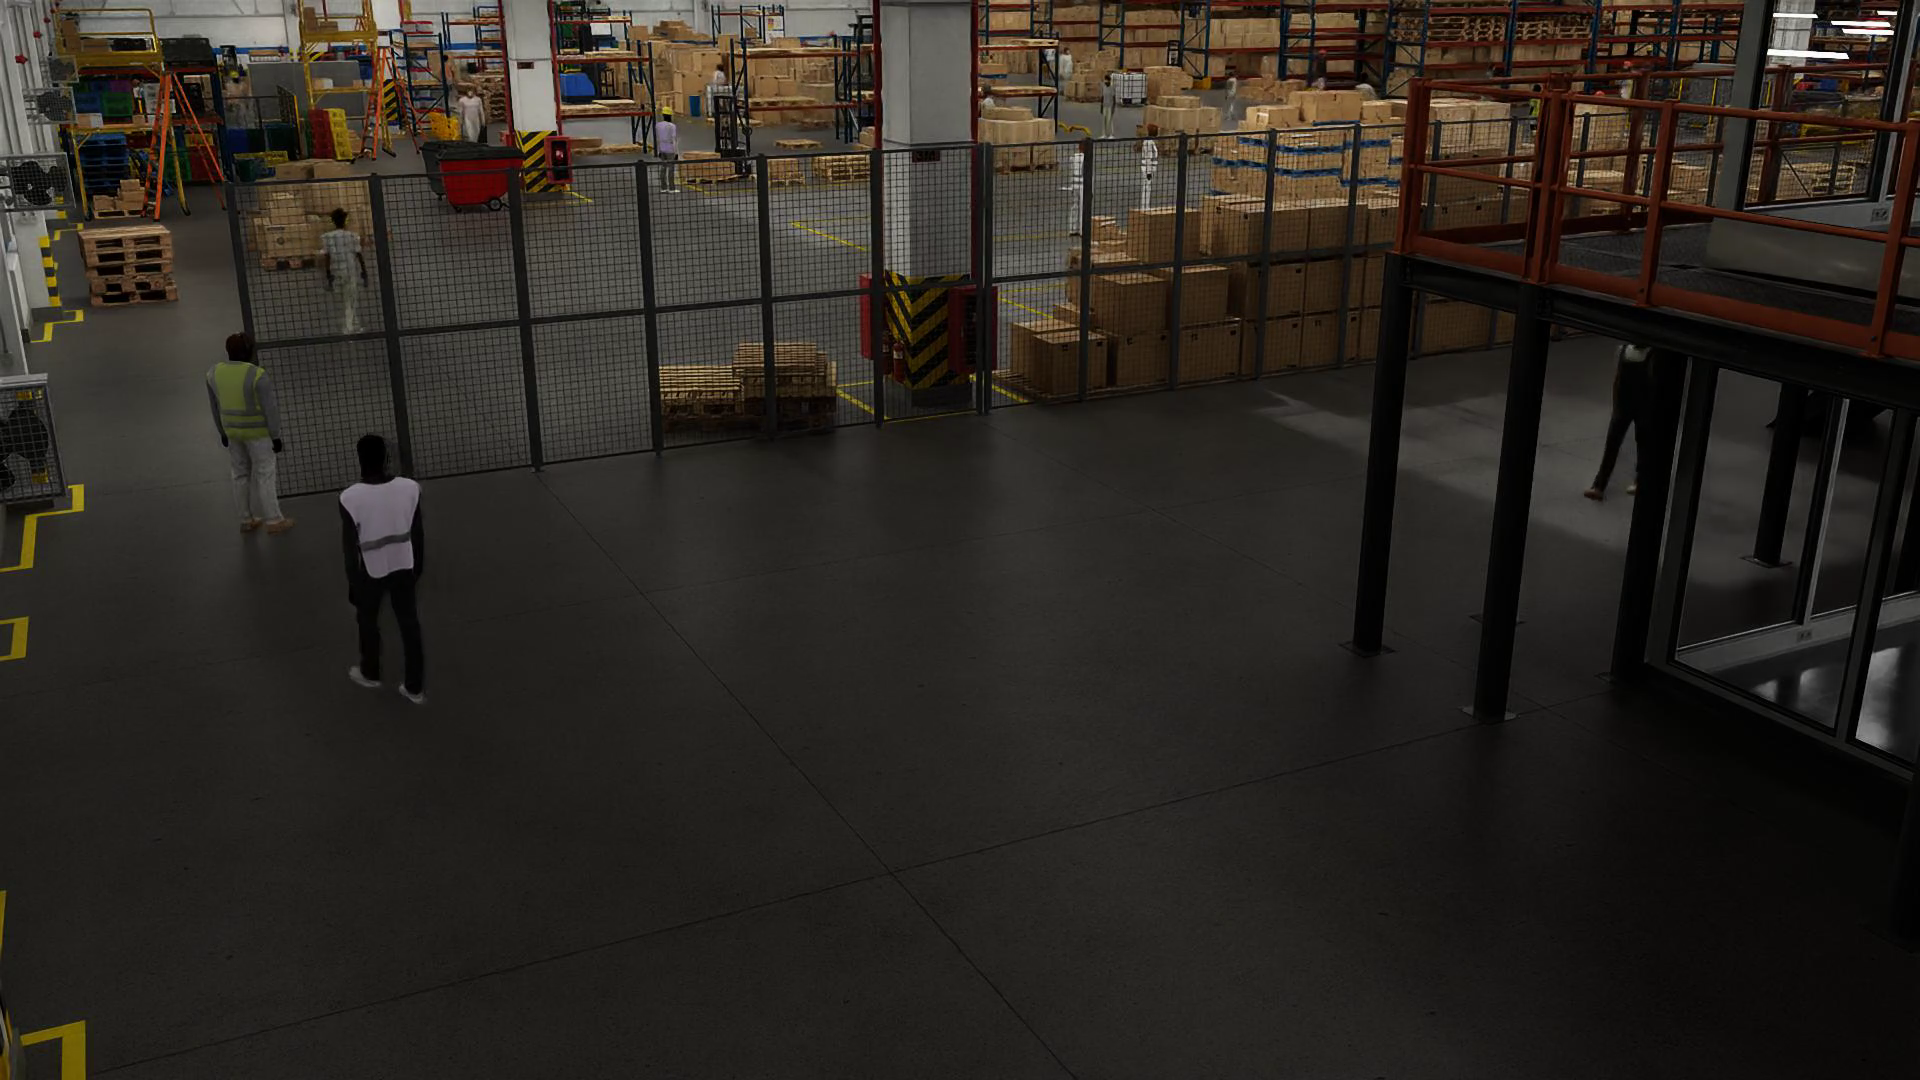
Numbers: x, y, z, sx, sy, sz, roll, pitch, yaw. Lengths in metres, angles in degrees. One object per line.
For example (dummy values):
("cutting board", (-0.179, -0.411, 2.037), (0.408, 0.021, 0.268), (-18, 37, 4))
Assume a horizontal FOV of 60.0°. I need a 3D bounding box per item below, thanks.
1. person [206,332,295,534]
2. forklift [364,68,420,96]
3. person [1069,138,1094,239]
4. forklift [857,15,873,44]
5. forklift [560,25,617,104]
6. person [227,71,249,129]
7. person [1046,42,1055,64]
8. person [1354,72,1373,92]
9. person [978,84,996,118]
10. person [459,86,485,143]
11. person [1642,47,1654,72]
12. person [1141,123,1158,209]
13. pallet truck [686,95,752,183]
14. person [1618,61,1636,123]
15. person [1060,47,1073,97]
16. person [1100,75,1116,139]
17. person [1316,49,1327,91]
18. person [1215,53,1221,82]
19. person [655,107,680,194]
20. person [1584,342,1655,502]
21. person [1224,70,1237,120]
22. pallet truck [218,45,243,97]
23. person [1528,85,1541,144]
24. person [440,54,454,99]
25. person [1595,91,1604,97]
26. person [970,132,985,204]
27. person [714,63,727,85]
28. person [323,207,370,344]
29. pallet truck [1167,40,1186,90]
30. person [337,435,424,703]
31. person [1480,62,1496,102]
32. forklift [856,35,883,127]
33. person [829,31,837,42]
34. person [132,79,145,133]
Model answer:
("person", (-6.406, -0.962, 15.027), (0.631, 1.842, 0.428), (5, 20, 13))
("forklift", (-22.562, -19.014, 65.787), (1.129, 2.768, 1.873), (13, 23, 33))
("person", (2.299, -6.634, 31.426), (0.353, 1.877, 0.573), (-15, 24, -38))
("forklift", (-4.214, -22.671, 76.390), (1.129, 2.768, 1.873), (-9, 21, -25))
("forklift", (-14.056, -17.891, 62.534), (1.873, 2.768, 1.129), (-9, 21, -25))
("person", (-22.345, -13.573, 51.525), (0.579, 1.898, 0.924), (-7, 20, -20))
("person", (4.191, -22.184, 76.777), (0.543, 1.681, 0.635), (8, 21, 23))
("person", (12.019, -12.953, 49.627), (0.624, 1.947, 0.657), (-7, 20, -19))
("person", (0.607, -11.044, 43.952), (0.991, 2.000, 0.708), (4, 19, 12))
("person", (-13.154, -11.281, 44.851), (0.638, 1.911, 0.925), (-10, 21, -27))
("person", (28.642, -19.653, 69.326), (0.317, 1.766, 0.534), (-11, 22, -28))
("person", (3.900, -7.593, 34.184), (0.356, 1.886, 0.574), (3, 19, 9))
("pallet truck", (-5.836, -9.608, 39.856), (0.823, 1.965, 1.885), (10, 22, 27))
("person", (21.789, -14.628, 54.371), (0.435, 2.019, 0.632), (-13, 23, -34))
("person", (4.214, -18.583, 65.997), (0.564, 1.942, 0.664), (15, 24, 37))
("person", (4.424, -12.939, 49.725), (0.535, 1.860, 0.331), (15, 24, 36))
("person", (13.555, -17.474, 62.701), (0.602, 1.970, 0.644), (-6, 20, -16))
("person", (11.463, -21.534, 74.517), (0.542, 1.938, 0.357), (15, 24, 38))
("person", (-6.629, -8.848, 37.772), (0.584, 1.922, 0.391), (11, 22, 29))
("person", (6.424, -1.251, 15.933), (0.964, 1.792, 0.534), (-16, 25, -38))
("person", (9.050, -15.010, 56.064), (0.560, 1.619, 0.539), (13, 23, 33))
("pallet truck", (-28.879, -18.665, 66.111), (0.823, 1.965, 1.885), (-3, 19, -9))
("person", (16.644, -12.314, 48.152), (0.532, 1.697, 0.320), (-15, 24, -37))
("person", (-19.966, -18.043, 64.783), (0.535, 1.684, 0.403), (-1, 19, -3))
("person", (16.153, -10.404, 42.254), (0.543, 1.938, 0.357), (-4, 19, -12))
("person", (0.171, -8.126, 35.689), (0.960, 1.914, 0.594), (9, 21, 24))
("person", (-8.220, -15.331, 56.729), (0.851, 1.817, 0.619), (-8, 21, -21))
("person", (-8.402, -3.626, 22.777), (0.527, 1.834, 0.968), (0, 19, 0))
("pallet truck", (9.045, -19.971, 69.895), (0.823, 1.965, 1.885), (-3, 19, -8))
("person", (-4.068, 0.175, 11.654), (0.635, 1.883, 0.857), (-17, 25, -41))
("person", (17.811, -15.041, 55.743), (0.994, 1.892, 0.649), (5, 20, 15))
("forklift", (-2.377, -14.808, 53.596), (1.873, 2.768, 1.129), (-9, 21, -25))
("person", (-6.187, -23.992, 81.657), (0.641, 1.916, 0.546), (-11, 22, -29))
("person", (-25.387, -13.402, 51.413), (0.523, 1.632, 0.313), (5, 20, 14))
